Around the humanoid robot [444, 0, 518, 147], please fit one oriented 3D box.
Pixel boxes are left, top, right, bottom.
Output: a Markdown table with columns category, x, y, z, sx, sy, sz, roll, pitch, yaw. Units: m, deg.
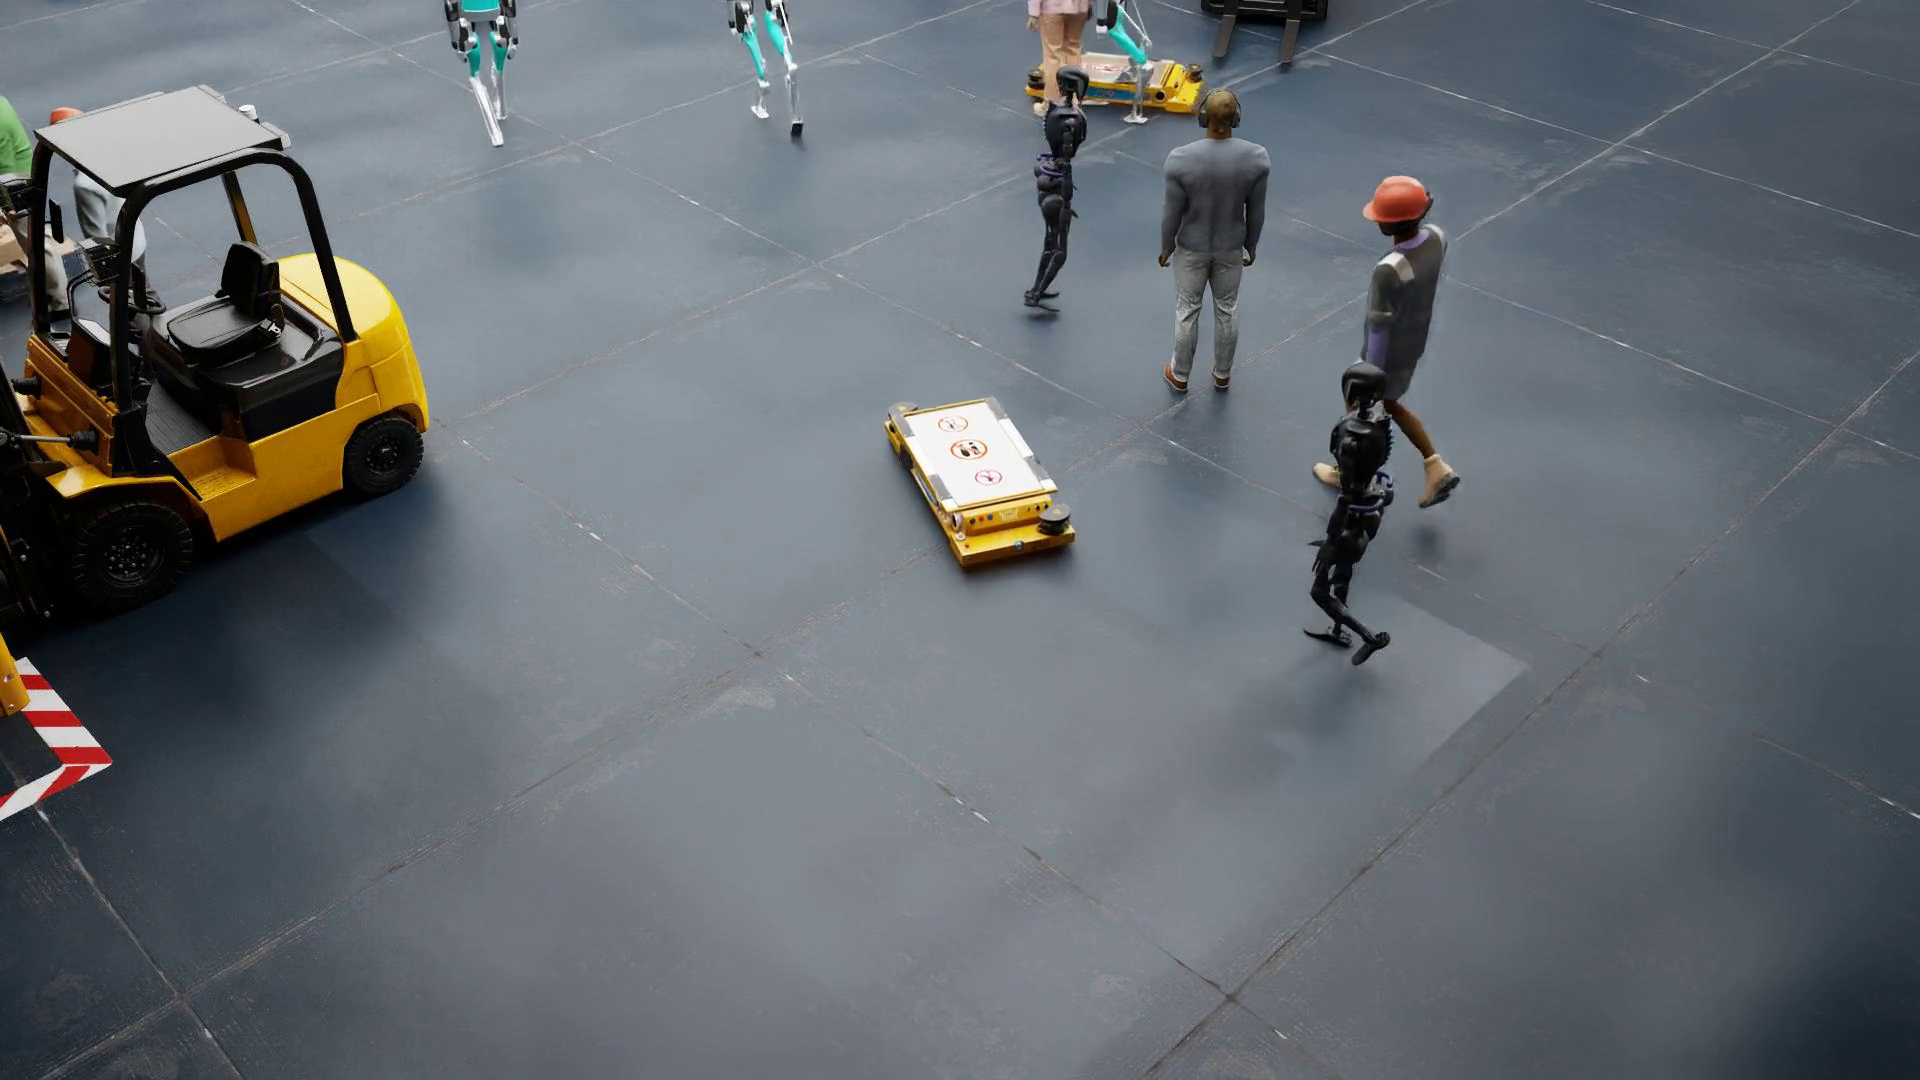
| category | x | y | z | sx | sy | sz | roll | pitch | yaw |
| --- | --- | --- | --- | --- | --- | --- | --- | --- | --- |
| humanoid robot | -3.790 | -4.043 | 13.228 | 0.550 | 1.831 | 0.877 | -11 | 38 | -15 |

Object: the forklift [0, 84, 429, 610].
| category | x | y | z | sx | sy | sz | roll | pitch | yaw |
| --- | --- | --- | --- | --- | --- | --- | --- | --- | --- |
| forklift | -4.145 | -1.093 | 8.856 | 2.313 | 2.155 | 1.214 | -31 | 47 | -34 |

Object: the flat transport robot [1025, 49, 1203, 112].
| category | x | y | z | sx | sy | sz | roll | pitch | yaw |
| --- | --- | --- | --- | --- | --- | --- | --- | --- | --- |
| flat transport robot | 1.330 | -3.937 | 14.267 | 1.431 | 0.231 | 0.659 | 9 | 38 | 12 |

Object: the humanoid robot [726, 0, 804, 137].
| category | x | y | z | sx | sy | sz | roll | pitch | yaw |
| --- | --- | --- | --- | --- | --- | --- | --- | --- | --- |
| humanoid robot | -1.502 | -4.073 | 13.241 | 0.532 | 1.766 | 0.978 | -16 | 40 | -20 |

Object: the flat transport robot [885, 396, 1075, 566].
| category | x | y | z | sx | sy | sz | roll | pitch | yaw |
| --- | --- | --- | --- | --- | --- | --- | --- | --- | --- |
| flat transport robot | 0.087 | -0.386 | 9.513 | 0.659 | 0.231 | 1.431 | -12 | 38 | -15 |

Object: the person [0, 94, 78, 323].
| category | x | y | z | sx | sy | sz | roll | pitch | yaw |
| --- | --- | --- | --- | --- | --- | --- | --- | --- | --- |
| person | -6.140 | -2.275 | 10.786 | 0.385 | 1.777 | 0.545 | -17 | 40 | -22 |

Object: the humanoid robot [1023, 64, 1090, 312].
| category | x | y | z | sx | sy | sz | roll | pitch | yaw |
| --- | --- | --- | --- | --- | --- | --- | --- | --- | --- |
| humanoid robot | 0.615 | -2.320 | 10.937 | 0.412 | 1.642 | 0.589 | -2 | 37 | -3 |

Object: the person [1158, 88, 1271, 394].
| category | x | y | z | sx | sy | sz | roll | pitch | yaw |
| --- | --- | --- | --- | --- | --- | --- | --- | --- | --- |
| person | 1.491 | -1.759 | 9.962 | 0.626 | 1.934 | 0.372 | -2 | 37 | -3 |

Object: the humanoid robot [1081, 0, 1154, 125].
| category | x | y | z | sx | sy | sz | roll | pitch | yaw |
| --- | --- | --- | --- | --- | --- | --- | --- | --- | --- |
| humanoid robot | 1.408 | -4.261 | 13.499 | 0.847 | 1.790 | 0.572 | 11 | 38 | 15 |

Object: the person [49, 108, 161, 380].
| category | x | y | z | sx | sy | sz | roll | pitch | yaw |
| --- | --- | --- | --- | --- | --- | --- | --- | --- | --- |
| person | -5.186 | -1.803 | 10.179 | 0.352 | 1.742 | 0.572 | -3 | 37 | -5 |

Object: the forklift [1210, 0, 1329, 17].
| category | x | y | z | sx | sy | sz | roll | pitch | yaw |
| --- | --- | --- | --- | --- | --- | --- | --- | --- | --- |
| forklift | 3.106 | -6.400 | 15.960 | 1.214 | 2.155 | 2.313 | 8 | 37 | 10 |

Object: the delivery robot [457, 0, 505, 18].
| category | x | y | z | sx | sy | sz | roll | pitch | yaw |
| --- | --- | --- | --- | --- | --- | --- | --- | --- | --- |
| delivery robot | -4.645 | -5.267 | 15.793 | 0.499 | 0.576 | 0.768 | -12 | 38 | -16 |

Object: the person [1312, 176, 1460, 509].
| category | x | y | z | sx | sy | sz | roll | pitch | yaw |
| --- | --- | --- | --- | --- | --- | --- | --- | --- | --- |
| person | 2.363 | -1.006 | 8.900 | 0.610 | 1.999 | 0.775 | -30 | 46 | -34 |

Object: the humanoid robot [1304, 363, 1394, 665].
| category | x | y | z | sx | sy | sz | roll | pitch | yaw |
| --- | --- | --- | --- | --- | --- | --- | --- | --- | --- |
| humanoid robot | 1.951 | -0.113 | 7.969 | 0.438 | 1.640 | 0.613 | 17 | 40 | 22 |

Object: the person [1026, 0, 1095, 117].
| category | x | y | z | sx | sy | sz | roll | pitch | yaw |
| --- | --- | --- | --- | --- | --- | --- | --- | --- | --- |
| person | 0.833 | -4.280 | 13.476 | 0.600 | 1.772 | 0.412 | -13 | 39 | -17 |
